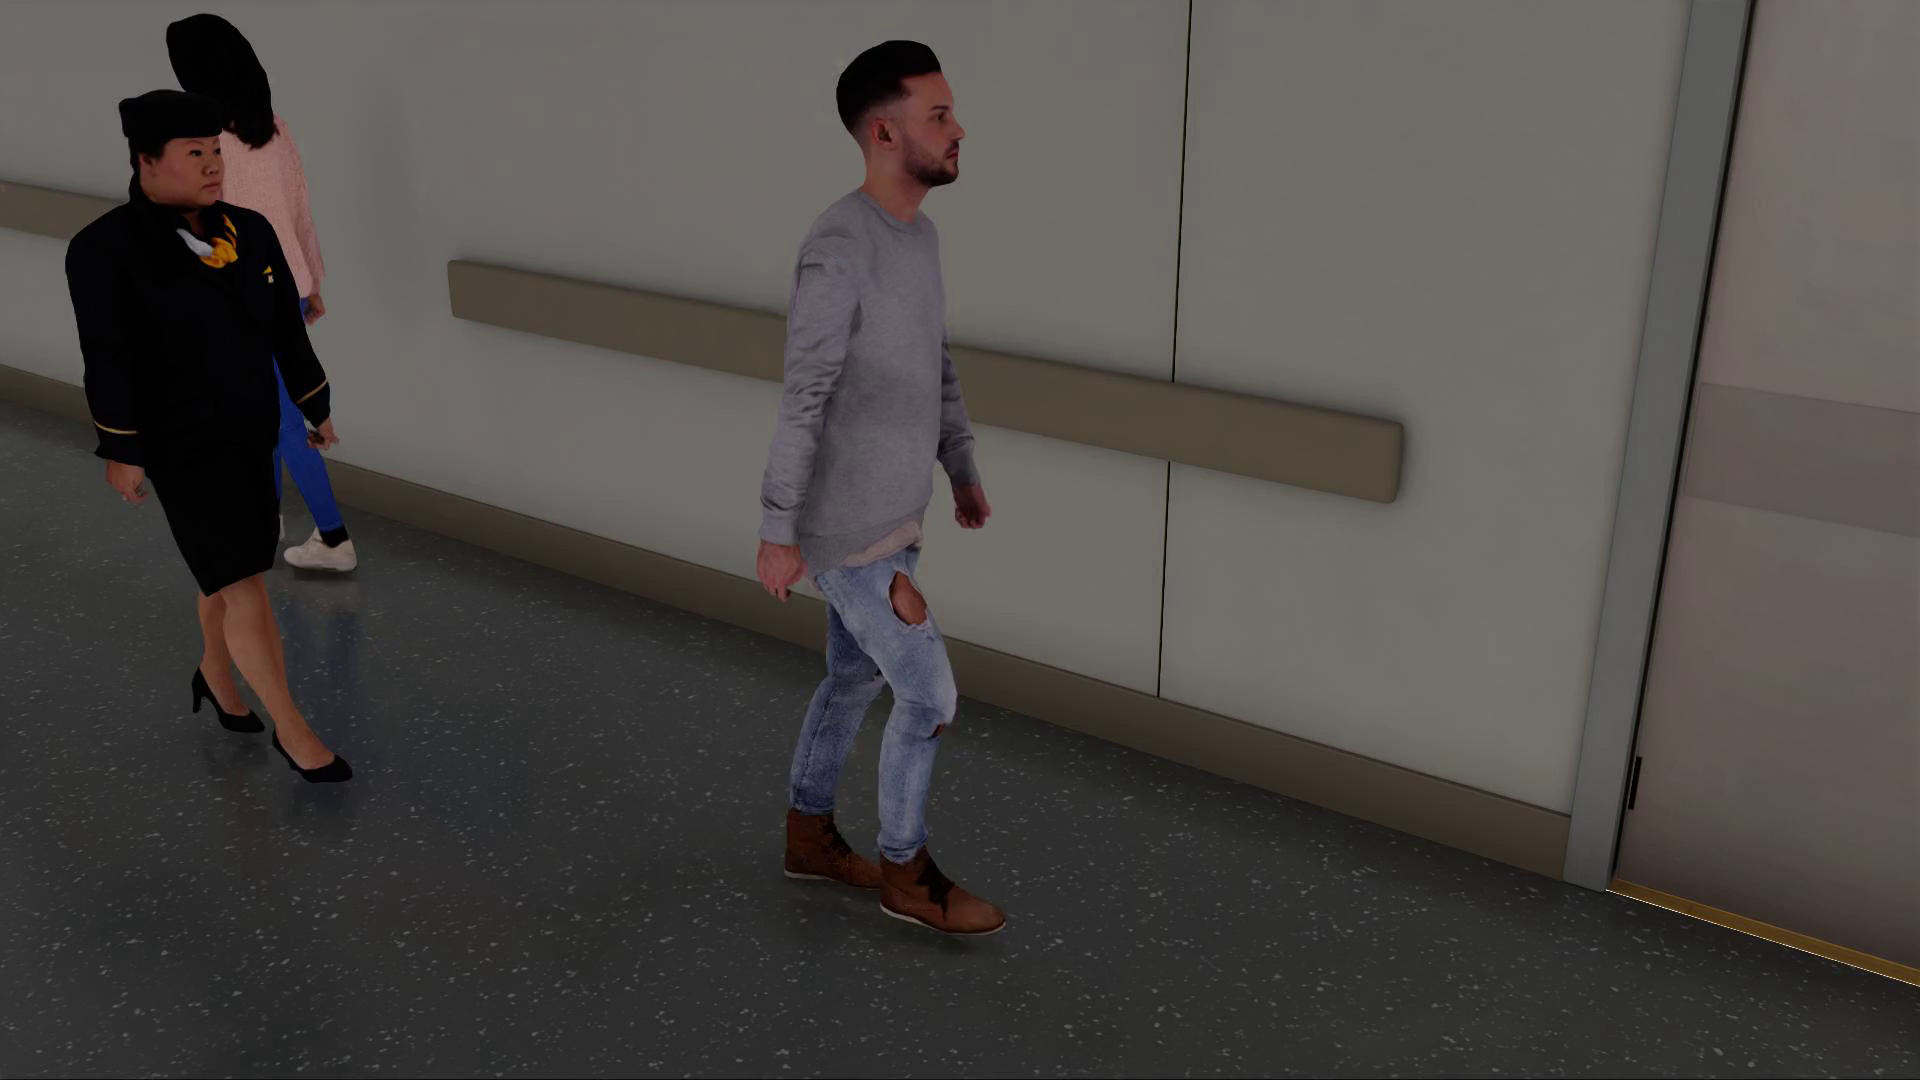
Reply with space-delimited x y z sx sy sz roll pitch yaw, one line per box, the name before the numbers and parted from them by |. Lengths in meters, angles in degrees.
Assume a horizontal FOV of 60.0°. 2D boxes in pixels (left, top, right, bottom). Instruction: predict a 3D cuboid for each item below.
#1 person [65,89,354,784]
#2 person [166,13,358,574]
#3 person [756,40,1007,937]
person | -1.854 -0.233 4.065 0.815 1.648 0.855 12 24 28
person | -2.119 -0.710 5.186 0.833 1.746 0.863 7 22 19
person | -0.276 -0.061 3.374 0.919 1.815 0.839 6 22 17
